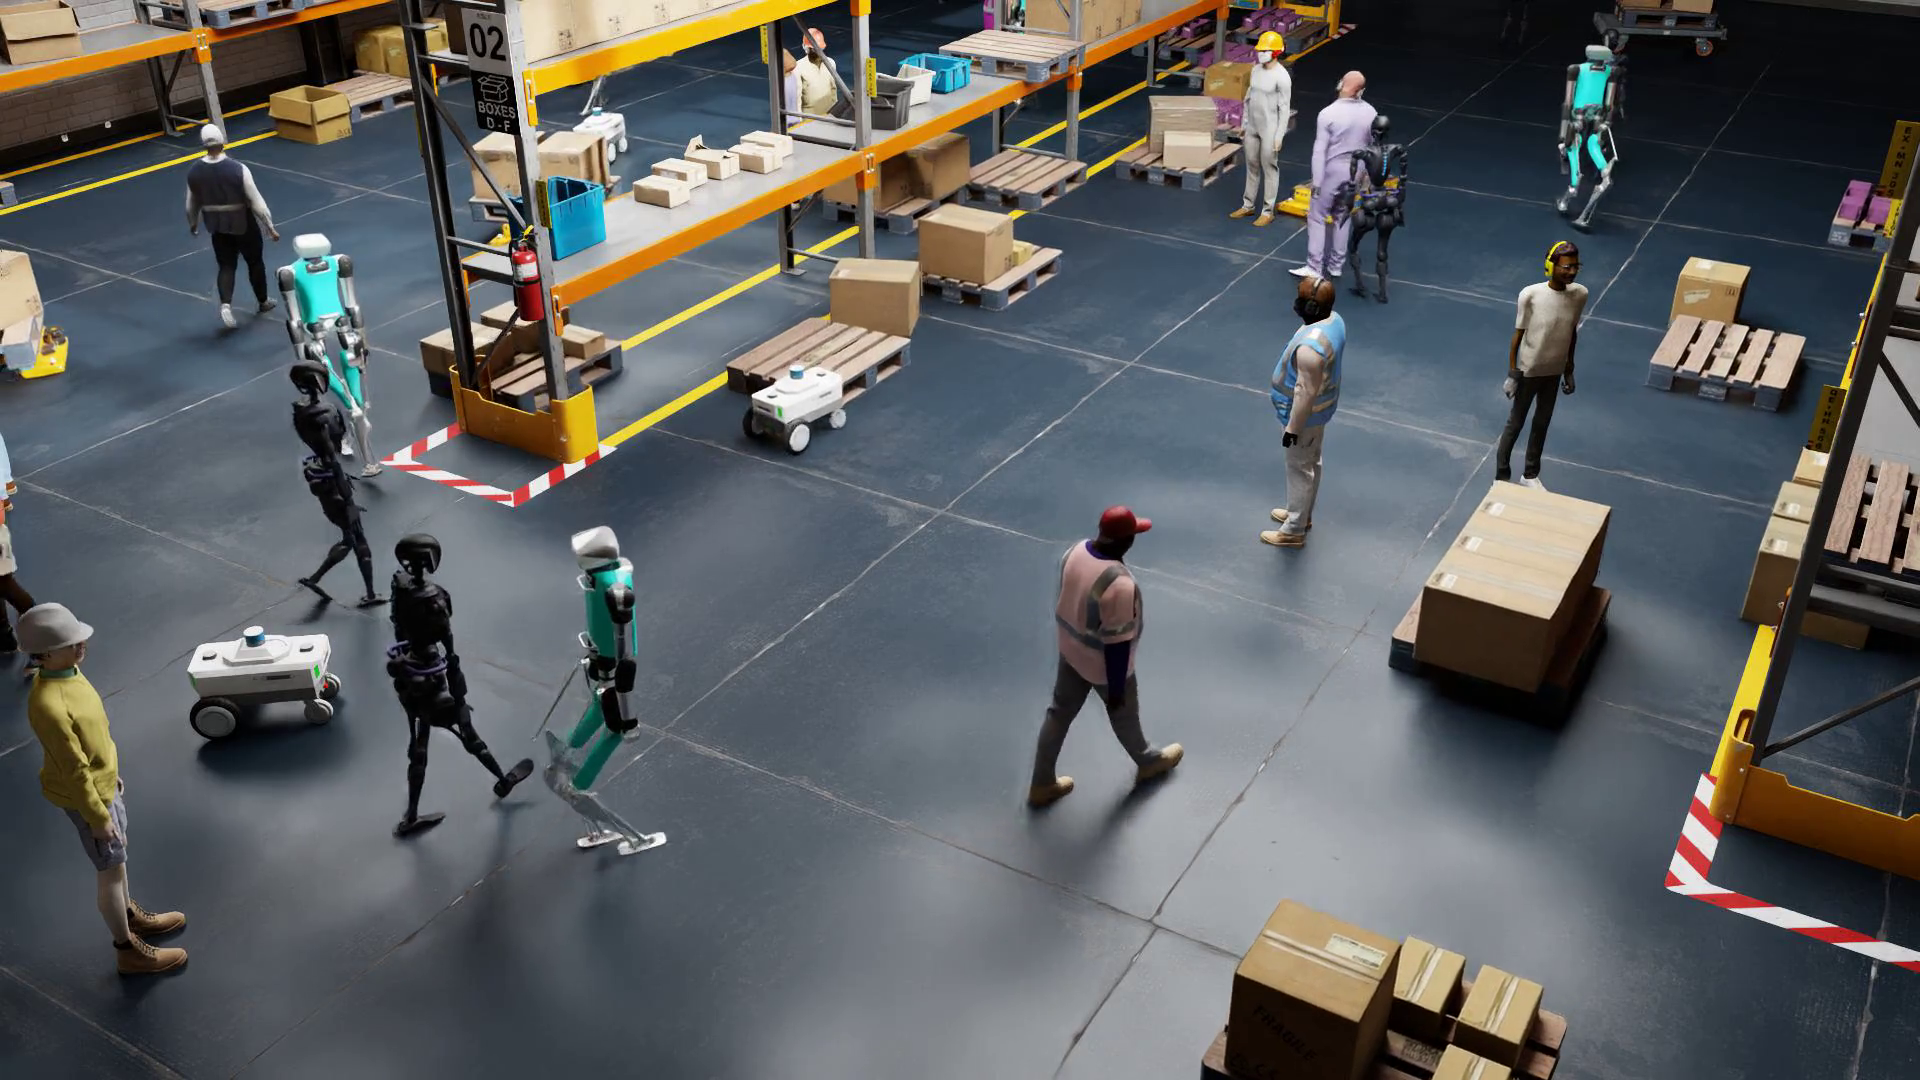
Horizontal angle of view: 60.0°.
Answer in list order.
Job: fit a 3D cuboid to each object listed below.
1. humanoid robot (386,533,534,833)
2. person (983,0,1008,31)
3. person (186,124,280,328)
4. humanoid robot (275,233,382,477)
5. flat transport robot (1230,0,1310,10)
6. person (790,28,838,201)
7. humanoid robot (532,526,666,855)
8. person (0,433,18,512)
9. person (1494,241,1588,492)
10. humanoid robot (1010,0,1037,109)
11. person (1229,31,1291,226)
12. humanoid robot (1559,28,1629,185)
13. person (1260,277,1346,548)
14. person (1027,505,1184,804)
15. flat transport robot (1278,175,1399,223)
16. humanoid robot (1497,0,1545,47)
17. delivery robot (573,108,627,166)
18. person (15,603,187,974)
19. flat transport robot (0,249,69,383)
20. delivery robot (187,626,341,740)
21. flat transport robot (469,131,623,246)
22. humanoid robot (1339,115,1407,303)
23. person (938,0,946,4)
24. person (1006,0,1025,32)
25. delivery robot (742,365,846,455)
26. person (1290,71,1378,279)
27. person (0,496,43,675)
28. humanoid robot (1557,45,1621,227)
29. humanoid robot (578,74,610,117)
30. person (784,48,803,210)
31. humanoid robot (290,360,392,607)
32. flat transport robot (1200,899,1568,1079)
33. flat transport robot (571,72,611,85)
[{"bbox_3d":[-2.620,0.681,8.345,0.609,1.632,0.753,26,39,38],"label":"humanoid robot"},{"bbox_3d":[0.435,-6.335,20.544,0.321,1.844,0.525,-3,30,-4],"label":"person"},{"bbox_3d":[-6.227,-2.675,14.194,0.781,1.728,0.738,-3,30,-5],"label":"person"},{"bbox_3d":[-4.293,-1.217,11.654,0.533,1.775,1.040,-24,37,-36],"label":"humanoid robot"},{"bbox_3d":[4.600,-8.284,25.595,1.431,0.231,0.659,16,33,26],"label":"flat transport robot"},{"bbox_3d":[-1.483,-4.410,17.235,0.569,1.747,0.328,-23,37,-35],"label":"person"},{"bbox_3d":[-1.847,0.794,8.025,0.679,1.775,0.532,-13,32,-22],"label":"humanoid robot"},{"bbox_3d":[-6.756,-1.111,11.157,0.376,1.994,0.609,-9,31,-15],"label":"person"},{"bbox_3d":[3.960,-1.133,11.316,0.519,1.876,0.325,-6,30,-11],"label":"person"},{"bbox_3d":[0.780,-6.052,20.211,0.546,1.854,0.731,13,32,21],"label":"humanoid robot"},{"bbox_3d":[3.009,-4.083,16.514,0.359,1.896,0.562,-20,35,-32],"label":"person"},{"bbox_3d":[6.804,-4.640,17.752,0.608,1.631,0.679,-7,30,-12],"label":"humanoid robot"},{"bbox_3d":[2.225,-0.829,10.811,0.429,1.844,0.621,12,32,21],"label":"person"},{"bbox_3d":[0.739,0.570,8.487,0.921,1.703,0.630,-16,33,-26],"label":"person"},{"bbox_3d":[3.992,-3.615,17.337,0.659,0.231,1.431,24,37,36],"label":"flat transport robot"},{"bbox_3d":[7.884,-7.750,23.213,0.610,1.646,0.396,11,31,19],"label":"humanoid robot"},{"bbox_3d":[-4.055,-4.549,18.692,0.499,0.589,0.790,8,30,13],"label":"delivery robot"},{"bbox_3d":[-3.820,1.106,7.341,0.394,1.889,0.485,-11,31,-18],"label":"person"},{"bbox_3d":[-8.057,-1.447,13.500,1.431,0.231,0.659,-11,31,-19],"label":"flat transport robot"},{"bbox_3d":[-3.917,0.770,9.309,0.811,0.613,0.499,-4,30,-8],"label":"delivery robot"},{"bbox_3d":[-4.093,-3.200,16.602,0.659,0.231,1.431,5,30,8],"label":"flat transport robot"},{"bbox_3d":[3.685,-2.934,14.712,0.586,1.632,0.476,-6,30,-10],"label":"humanoid robot"},{"bbox_3d":[-0.358,-9.398,25.941,0.663,1.869,1.040,-1,29,-1],"label":"person"},{"bbox_3d":[0.839,-7.947,23.528,0.590,1.716,0.415,-12,32,-21],"label":"person"},{"bbox_3d":[-1.208,-1.023,12.446,0.499,0.580,0.756,23,36,34],"label":"delivery robot"},{"bbox_3d":[3.447,-3.312,15.184,0.710,1.865,0.449,-11,31,-19],"label":"person"},{"bbox_3d":[-5.631,-0.126,9.473,0.692,1.939,0.391,17,34,28],"label":"person"},{"bbox_3d":[6.220,-3.910,16.347,0.558,1.716,0.971,-2,30,-4],"label":"humanoid robot"},{"bbox_3d":[-4.476,-6.093,20.249,0.544,1.786,0.866,17,34,28],"label":"humanoid robot"},{"bbox_3d":[-1.762,-4.181,16.948,0.286,1.632,0.498,3,30,6],"label":"person"},{"bbox_3d":[-3.831,-0.323,10.087,0.497,1.645,0.589,-14,33,-24],"label":"humanoid robot"},{"bbox_3d":[1.779,2.256,6.951,0.659,0.231,1.431,17,34,27],"label":"flat transport robot"},{"bbox_3d":[-5.367,-6.265,22.024,1.431,0.231,0.659,20,35,31],"label":"flat transport robot"}]
